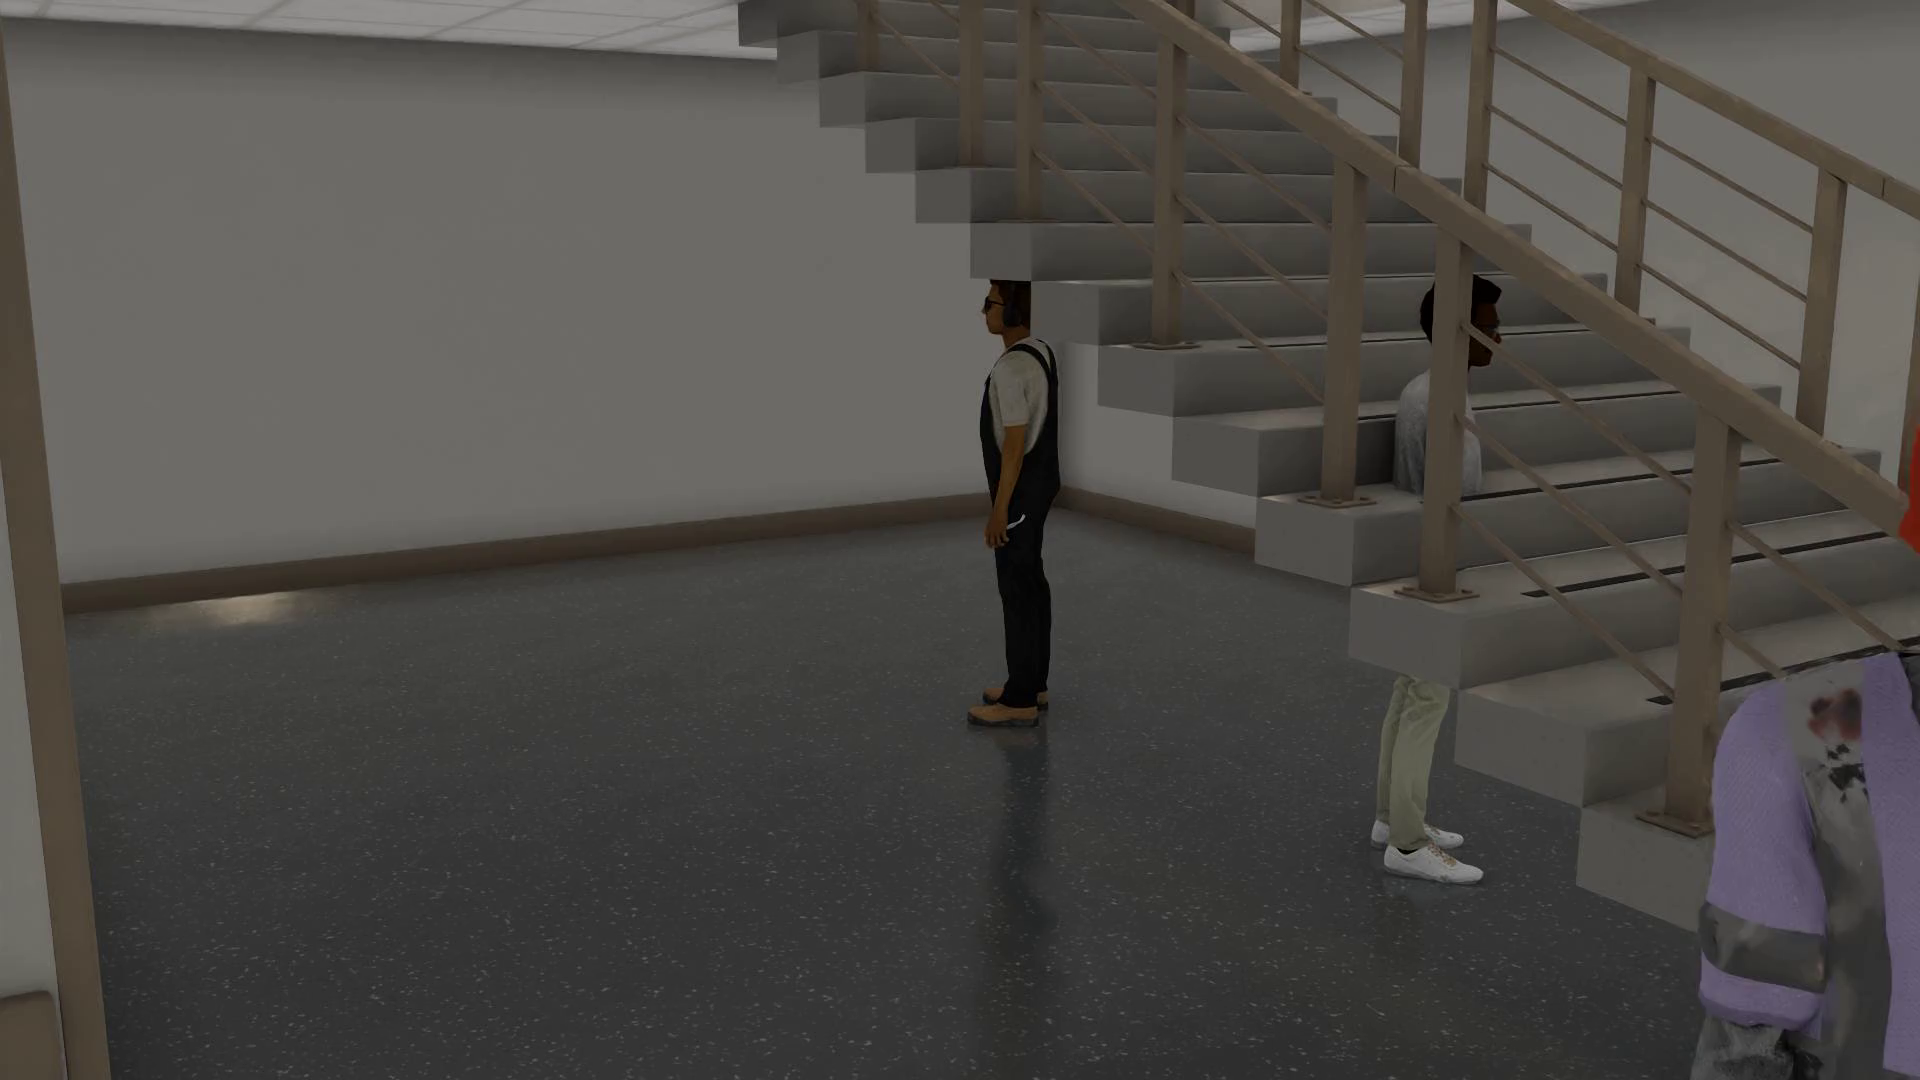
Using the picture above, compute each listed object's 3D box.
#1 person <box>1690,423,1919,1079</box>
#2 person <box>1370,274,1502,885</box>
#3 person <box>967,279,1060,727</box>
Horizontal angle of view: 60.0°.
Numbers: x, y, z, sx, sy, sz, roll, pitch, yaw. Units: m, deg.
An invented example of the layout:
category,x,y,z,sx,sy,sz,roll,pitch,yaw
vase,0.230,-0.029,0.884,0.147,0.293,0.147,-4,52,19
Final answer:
category,x,y,z,sx,sy,sz,roll,pitch,yaw
person,1.058,0.740,1.776,0.574,1.918,0.552,3,11,14
person,1.487,0.119,5.171,0.310,1.869,0.531,1,11,7
person,0.222,-0.165,6.718,0.345,1.847,0.506,3,11,15
